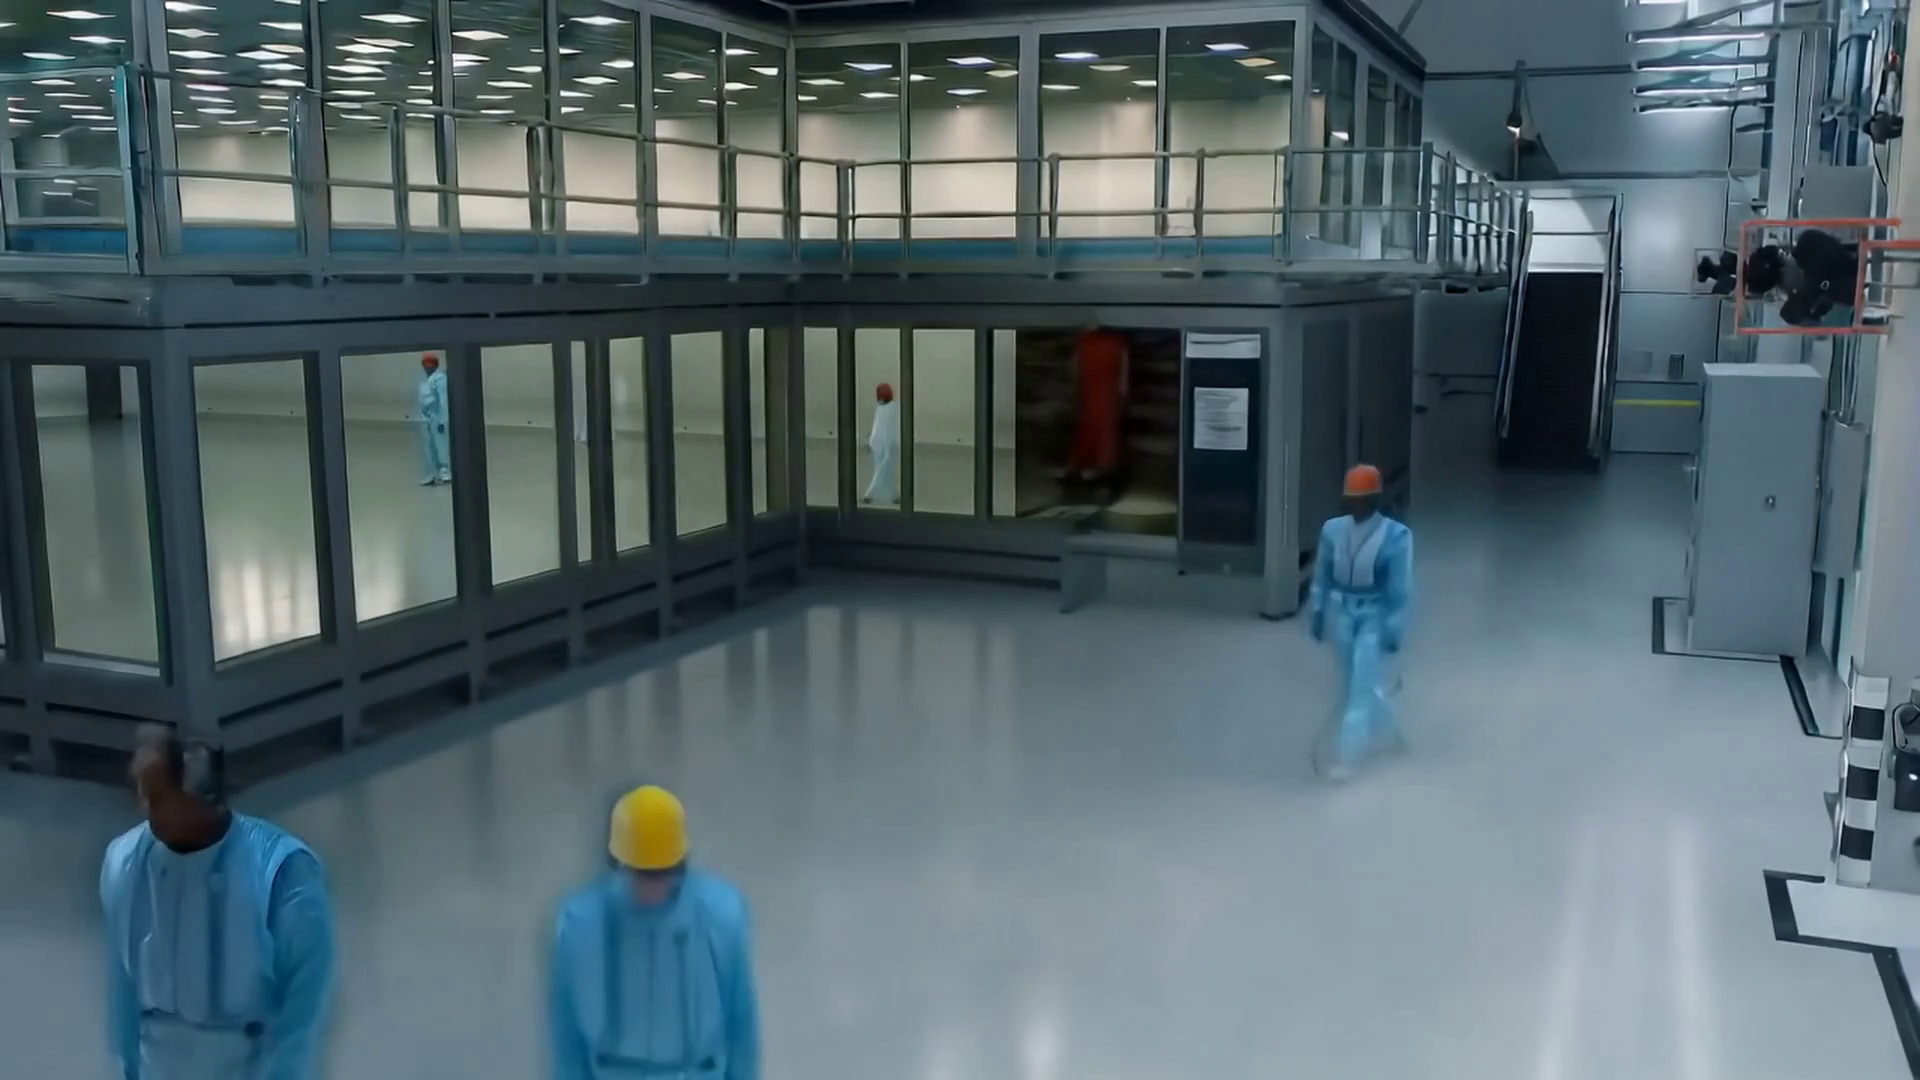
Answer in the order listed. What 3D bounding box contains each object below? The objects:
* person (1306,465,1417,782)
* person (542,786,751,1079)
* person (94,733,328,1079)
[{"bbox_3d":[2.443,0.478,10.169,0.641,1.891,1.020,8,12,41],"label":"person"},{"bbox_3d":[-0.808,1.485,4.335,0.536,1.753,0.380,-2,9,-14],"label":"person"},{"bbox_3d":[-2.041,1.419,4.522,0.633,1.840,0.429,1,9,5],"label":"person"}]
